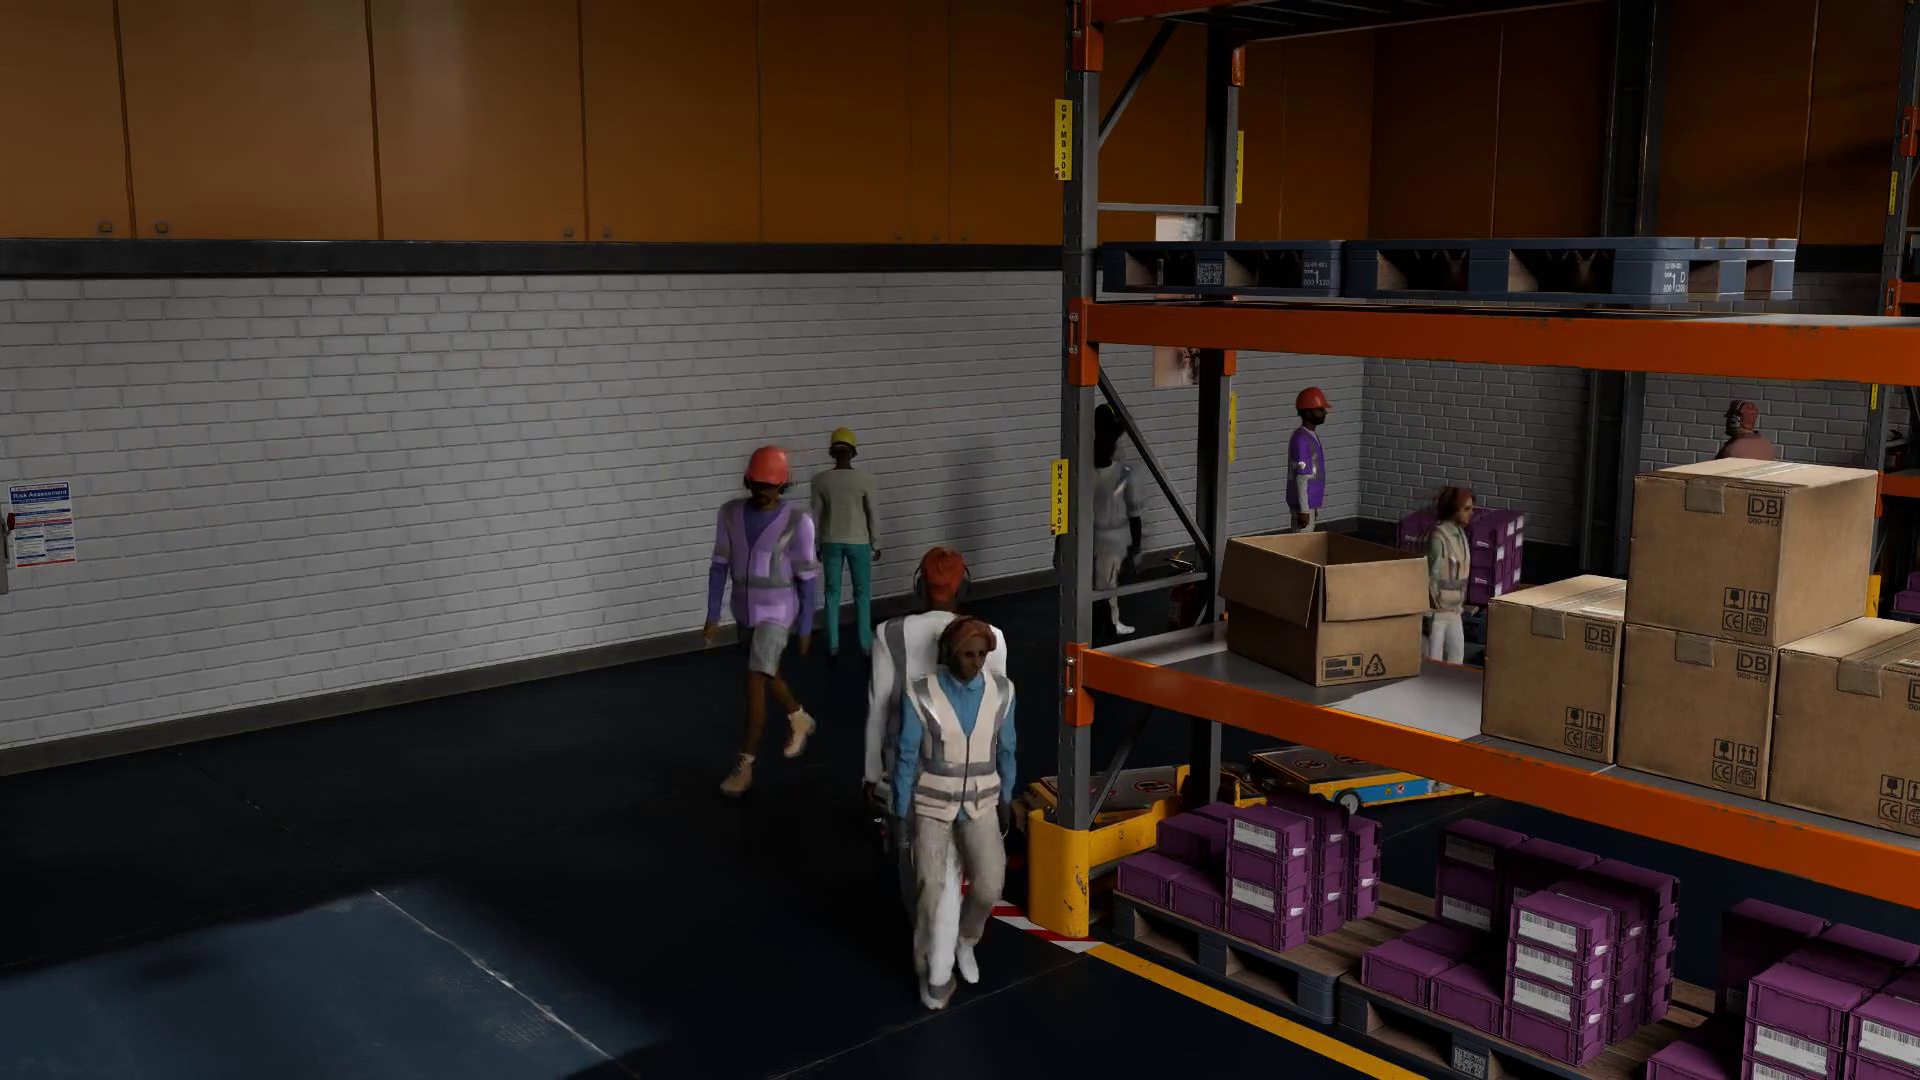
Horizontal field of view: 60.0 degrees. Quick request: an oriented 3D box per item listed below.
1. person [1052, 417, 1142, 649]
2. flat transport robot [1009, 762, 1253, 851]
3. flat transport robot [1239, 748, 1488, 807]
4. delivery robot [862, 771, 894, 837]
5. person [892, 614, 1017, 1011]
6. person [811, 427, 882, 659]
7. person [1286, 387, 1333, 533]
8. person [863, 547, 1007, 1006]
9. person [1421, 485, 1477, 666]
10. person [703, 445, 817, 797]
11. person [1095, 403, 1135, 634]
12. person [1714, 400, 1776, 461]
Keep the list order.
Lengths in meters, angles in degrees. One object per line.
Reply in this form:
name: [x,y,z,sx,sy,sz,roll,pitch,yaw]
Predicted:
person: [1.030,0.035,12.106,0.614,1.904,1.038,6,11,30]
flat transport robot: [0.952,1.407,8.816,1.431,0.197,0.652,-3,10,-16]
flat transport robot: [2.280,1.313,9.368,1.431,0.197,0.652,-4,10,-21]
delivery robot: [-0.143,1.276,8.480,0.707,0.478,0.477,-7,12,-35]
person: [-0.024,1.093,6.692,0.546,1.623,0.362,-3,10,-16]
person: [-0.856,0.029,12.542,0.522,1.762,0.328,2,10,11]
person: [2.936,-0.320,14.041,0.354,1.942,0.545,3,10,17]
person: [-0.092,0.943,7.021,0.600,1.817,0.944,1,10,4]
person: [2.939,0.445,10.484,0.593,1.618,0.537,8,12,38]
person: [-1.091,0.411,9.651,0.640,1.988,1.014,5,11,28]
person: [1.160,-0.170,13.372,0.332,1.874,0.520,-9,13,-43]
person: [6.119,-0.153,13.162,0.639,1.911,0.406,-7,12,-37]
